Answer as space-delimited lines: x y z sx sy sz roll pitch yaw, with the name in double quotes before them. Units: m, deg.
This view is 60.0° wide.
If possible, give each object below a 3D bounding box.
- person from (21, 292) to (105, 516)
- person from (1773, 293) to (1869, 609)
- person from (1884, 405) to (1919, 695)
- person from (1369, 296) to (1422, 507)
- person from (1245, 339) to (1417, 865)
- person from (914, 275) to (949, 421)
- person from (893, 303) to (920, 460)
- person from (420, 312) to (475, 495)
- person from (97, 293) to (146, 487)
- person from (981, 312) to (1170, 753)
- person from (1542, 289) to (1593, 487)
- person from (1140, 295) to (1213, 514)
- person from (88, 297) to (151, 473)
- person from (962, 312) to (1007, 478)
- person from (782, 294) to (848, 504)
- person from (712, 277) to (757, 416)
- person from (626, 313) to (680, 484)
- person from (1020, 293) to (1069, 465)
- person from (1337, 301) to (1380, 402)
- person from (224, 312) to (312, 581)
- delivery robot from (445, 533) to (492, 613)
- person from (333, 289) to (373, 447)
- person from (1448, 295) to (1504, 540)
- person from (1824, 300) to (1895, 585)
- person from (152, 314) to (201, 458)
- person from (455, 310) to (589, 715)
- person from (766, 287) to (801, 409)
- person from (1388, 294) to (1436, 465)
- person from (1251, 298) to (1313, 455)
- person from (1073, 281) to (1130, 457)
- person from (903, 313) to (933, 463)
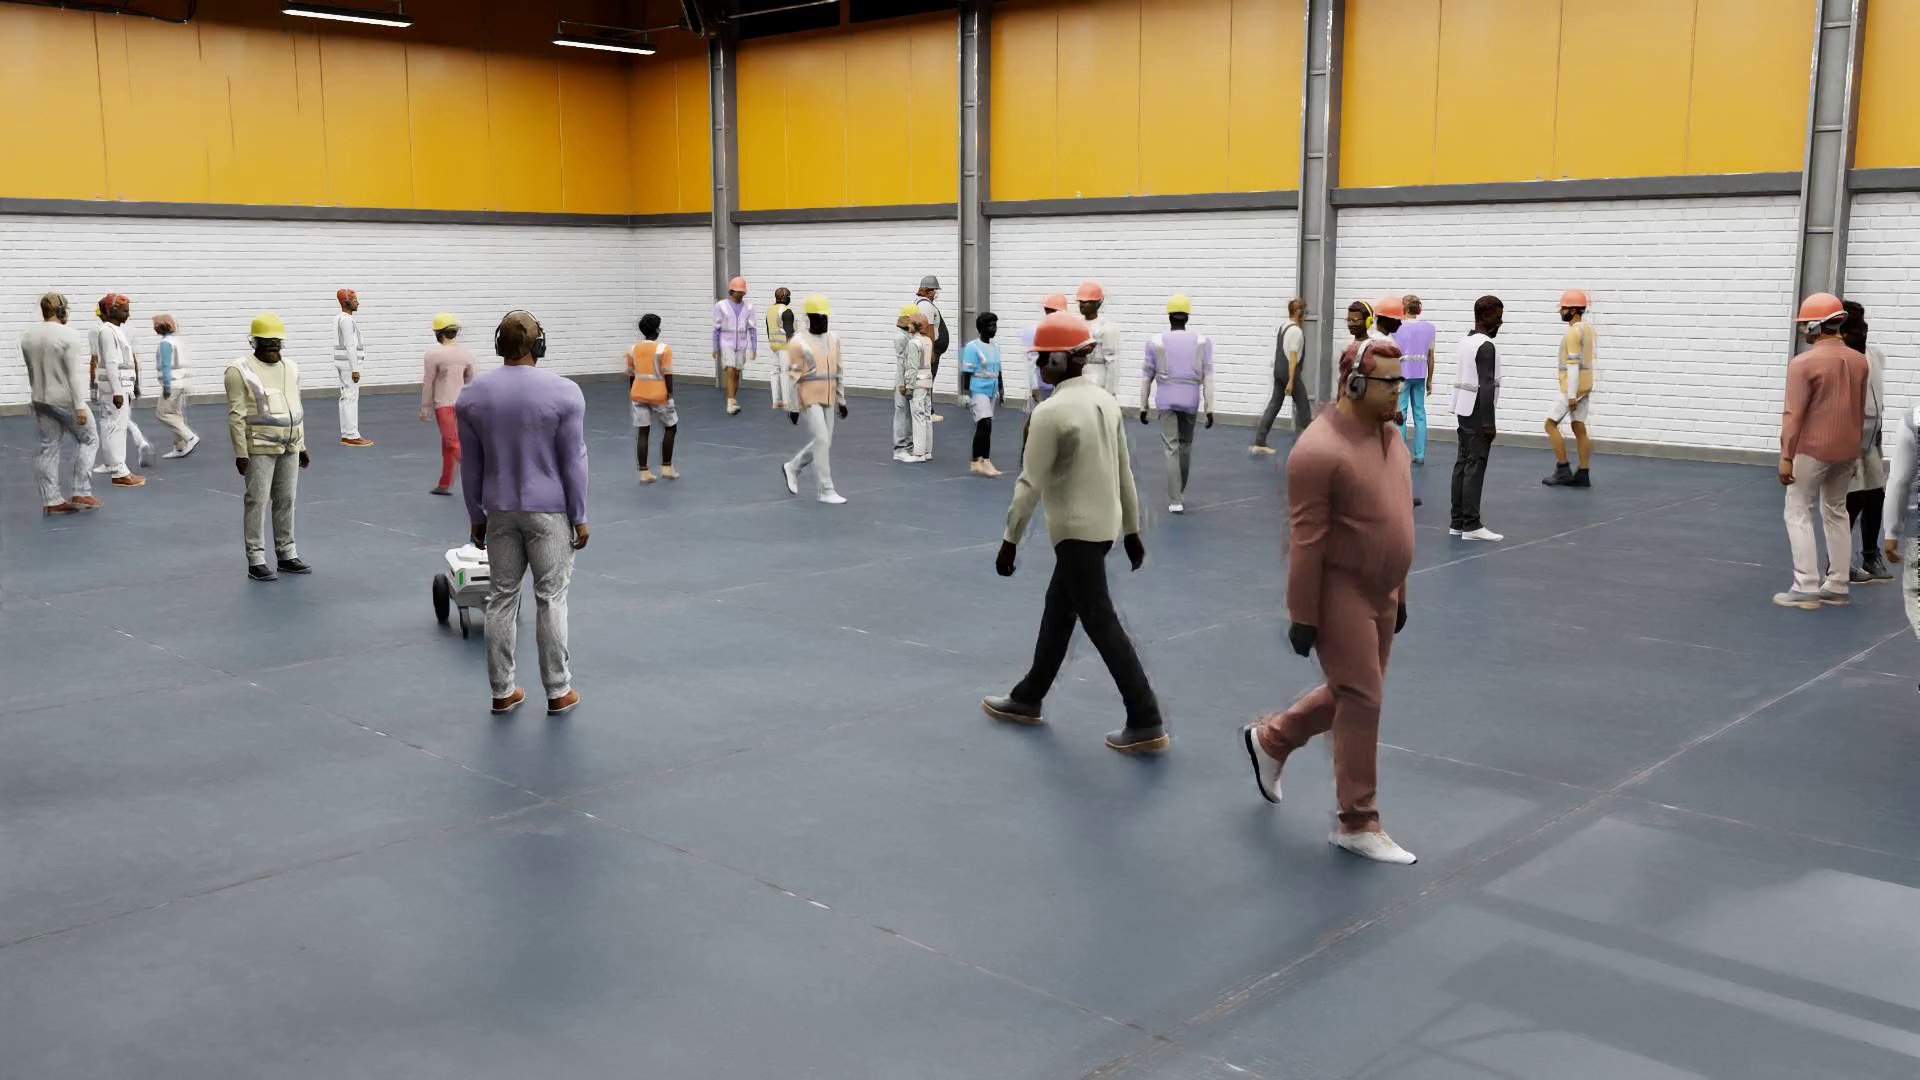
"person" -7.721 -1.175 14.381 0.660 1.918 0.626 3 10 19
"person" 5.393 -0.553 10.454 0.624 1.973 0.474 -4 10 -21
"person" 4.708 -0.058 7.854 0.592 1.817 0.727 2 10 14
"person" 3.626 -1.207 14.693 0.926 1.898 0.534 1 9 5
"person" 1.390 0.192 6.168 0.791 1.884 0.643 8 13 42
"person" -0.415 -2.681 23.251 0.536 2.000 0.688 -2 10 -15
"person" -0.557 -1.761 18.538 0.315 1.744 0.485 4 10 23
"person" -4.652 -1.232 15.322 0.872 1.727 0.515 5 11 30
"person" -8.213 -1.461 16.240 0.354 1.887 0.572 -4 10 -21
"person" 0.535 -0.043 7.425 1.047 1.941 0.635 6 11 31
"person" 5.934 -1.474 16.192 0.569 1.921 0.544 7 12 37
"person" 1.890 -1.207 14.675 0.617 1.880 0.943 0 9 -3
"person" -8.720 -1.601 17.248 0.570 1.843 0.605 6 11 32
"person" 0.311 -1.472 16.915 0.623 1.676 0.561 7 11 36
"person" -1.347 -1.293 15.172 0.805 1.906 0.591 7 12 37
"person" -3.223 -2.789 24.058 0.631 1.991 1.000 -4 10 -24
"person" -3.020 -1.405 16.504 0.558 1.674 0.600 4 10 22
"person" 0.915 -1.647 17.432 0.552 1.881 1.050 -4 10 -25
"person" 3.317 -1.043 13.785 0.327 1.861 0.505 -7 12 -38
"person" -4.716 -0.644 11.408 0.403 1.828 0.598 5 10 26
"delivery robot" -2.847 0.196 9.865 0.477 0.478 0.707 -4 10 -22
"person" -7.295 -2.056 19.904 0.356 1.883 0.572 -6 11 -31
"person" 4.055 -0.958 13.079 0.390 1.914 0.587 0 9 -2
"person" 6.004 -0.646 11.173 0.682 1.915 0.406 -5 11 -30
"person" -8.775 -1.706 18.519 0.393 1.622 0.541 -2 10 -14
"person" -2.063 -0.119 7.905 0.622 1.932 0.368 1 9 9
"person" -2.670 -2.897 25.186 0.429 1.845 0.621 -7 12 -37
"person" 4.850 -1.718 17.945 0.572 1.843 0.373 -2 9 -12
"person" 3.766 -1.839 18.894 0.940 1.791 0.504 -3 10 -17
"person" 1.360 -1.584 16.635 0.942 2.010 0.608 -6 11 -32
"person" -0.450 -1.667 18.247 0.307 1.645 0.520 3 10 18
